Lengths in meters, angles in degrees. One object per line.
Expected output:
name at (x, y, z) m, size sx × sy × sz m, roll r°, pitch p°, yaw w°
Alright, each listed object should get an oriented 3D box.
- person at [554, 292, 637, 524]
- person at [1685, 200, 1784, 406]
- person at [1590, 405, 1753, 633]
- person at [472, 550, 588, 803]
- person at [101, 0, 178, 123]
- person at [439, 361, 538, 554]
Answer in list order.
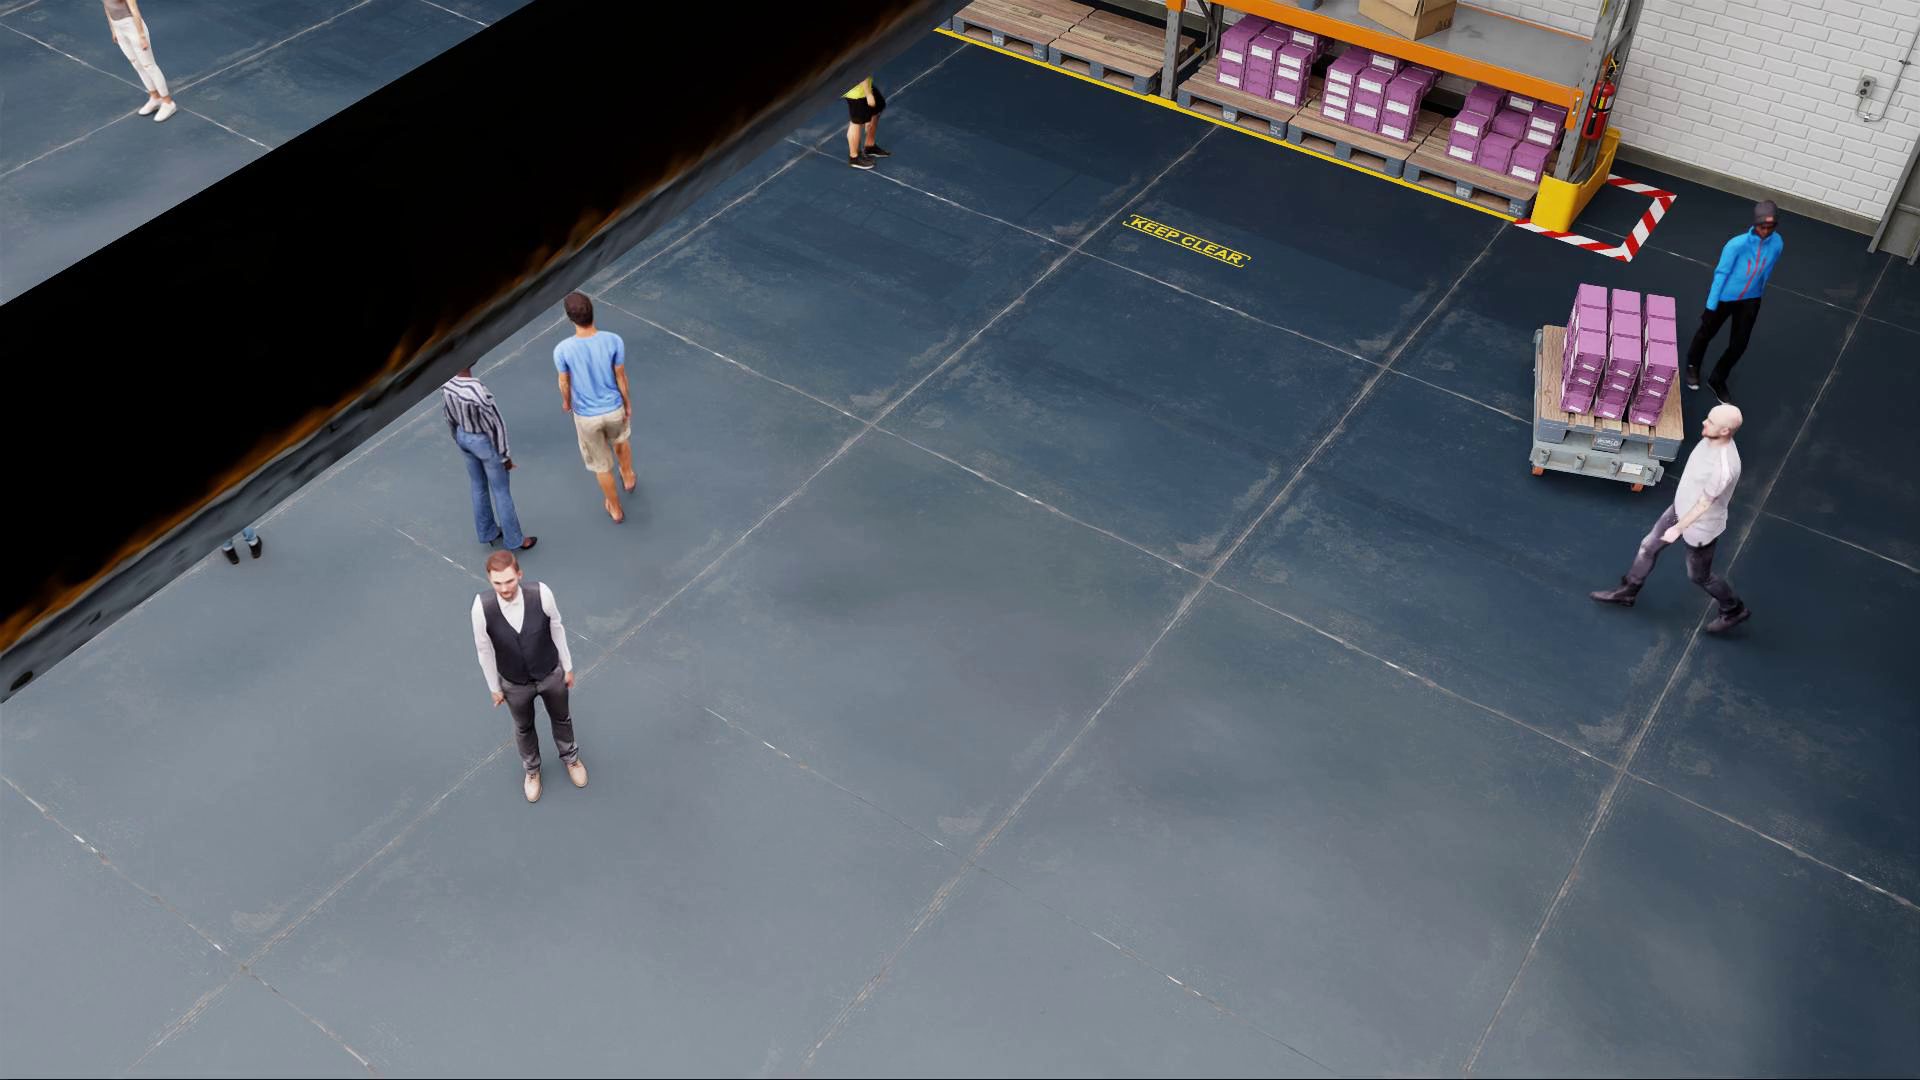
person at (-2.517, -0.860, 11.694) m, size 0.828 × 1.838 × 0.918 m, roll -17°, pitch 46°, yaw -17°
person at (5.949, -1.920, 12.859) m, size 0.847 × 1.767 × 0.896 m, roll 0°, pitch 44°, yaw 0°
person at (4.943, -0.096, 10.919) m, size 1.330 × 1.803 × 1.049 m, roll 5°, pitch 44°, yaw 5°
person at (-2.557, 0.776, 9.905) m, size 0.746 × 1.938 × 0.763 m, roll -14°, pitch 45°, yaw -14°
person at (-7.985, -4.906, 16.029) m, size 0.503 × 1.718 × 0.666 m, roll 19°, pitch 47°, yaw 19°
person at (-3.300, -0.635, 11.490) m, size 0.483 × 1.794 × 0.680 m, roll 23°, pitch 48°, yaw 22°
